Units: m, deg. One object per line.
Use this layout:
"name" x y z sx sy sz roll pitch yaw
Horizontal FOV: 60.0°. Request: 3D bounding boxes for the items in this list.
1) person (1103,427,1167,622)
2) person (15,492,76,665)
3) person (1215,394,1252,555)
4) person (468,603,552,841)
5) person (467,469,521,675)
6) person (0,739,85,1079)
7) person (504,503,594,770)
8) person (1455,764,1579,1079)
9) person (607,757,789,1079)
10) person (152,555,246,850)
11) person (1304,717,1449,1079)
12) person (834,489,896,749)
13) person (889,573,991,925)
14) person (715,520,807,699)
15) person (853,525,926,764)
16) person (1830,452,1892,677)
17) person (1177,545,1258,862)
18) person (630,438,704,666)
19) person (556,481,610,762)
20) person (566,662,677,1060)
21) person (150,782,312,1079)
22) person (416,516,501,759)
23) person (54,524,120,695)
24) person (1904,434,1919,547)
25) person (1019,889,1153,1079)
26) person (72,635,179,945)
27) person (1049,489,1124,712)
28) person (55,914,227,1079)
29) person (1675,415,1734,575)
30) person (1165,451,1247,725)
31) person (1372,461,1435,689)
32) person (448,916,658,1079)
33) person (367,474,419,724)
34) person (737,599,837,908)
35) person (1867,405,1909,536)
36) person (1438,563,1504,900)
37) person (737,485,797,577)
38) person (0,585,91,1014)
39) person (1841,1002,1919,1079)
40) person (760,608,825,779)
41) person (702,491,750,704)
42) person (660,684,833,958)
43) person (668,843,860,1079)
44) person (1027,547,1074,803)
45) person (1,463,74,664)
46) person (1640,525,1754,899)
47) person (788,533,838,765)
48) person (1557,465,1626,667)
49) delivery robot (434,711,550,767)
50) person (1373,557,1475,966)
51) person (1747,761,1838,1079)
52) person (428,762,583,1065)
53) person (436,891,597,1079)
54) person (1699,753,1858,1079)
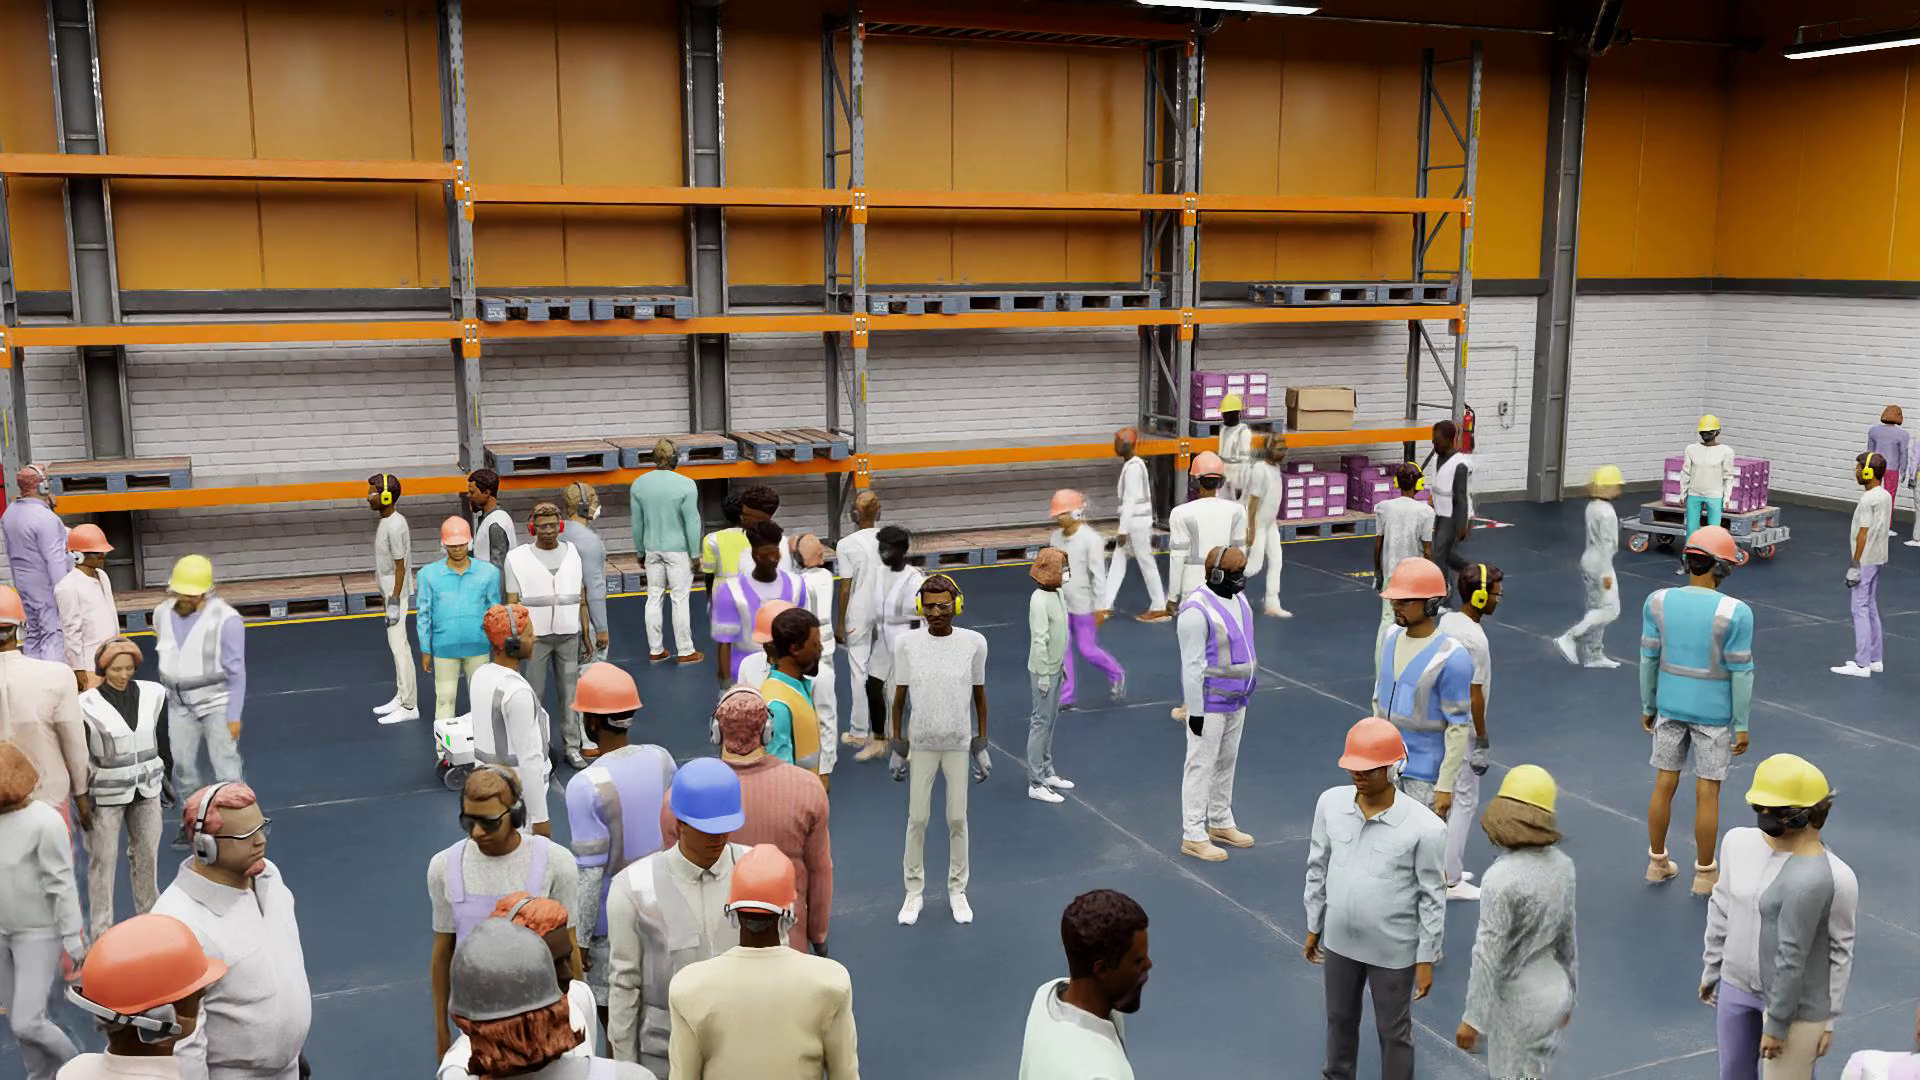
"person" 1.556 -0.135 15.735 0.925 1.838 0.721 1 10 5
"person" -7.167 0.431 13.085 0.514 1.641 0.309 0 10 -3
"person" 3.020 -0.686 18.734 0.570 1.905 0.630 -4 11 -24
"person" -2.085 1.225 7.813 0.355 1.882 0.575 -8 13 -39
"person" -3.440 0.416 12.402 0.387 1.910 0.590 -4 11 -21
"person" -3.706 1.575 6.531 0.536 1.619 0.338 4 11 20
"person" -2.761 0.656 11.192 0.569 1.844 0.378 -6 11 -30
"person" 1.985 1.652 5.874 0.402 1.705 0.542 9 13 42
"person" -0.822 1.626 5.349 0.604 1.939 0.415 -5 11 -25
"person" -4.397 0.942 9.700 0.611 1.787 0.577 2 10 10
"person" 1.572 1.531 6.414 0.573 1.750 0.332 9 13 41
"person" -0.652 0.558 11.761 0.504 1.847 0.345 -6 11 -31
"person" -0.103 1.083 8.668 0.532 1.868 0.310 0 10 -2
"person" -1.177 0.823 10.062 0.623 1.908 1.029 -6 11 -29
"person" -0.460 0.727 11.268 0.621 1.668 0.542 -9 13 -43
"person" 7.524 0.203 13.795 0.335 1.857 0.519 10 14 44
"person" 1.506 0.932 9.659 0.428 1.836 0.623 8 12 37
"person" -2.478 0.106 14.096 0.629 1.940 0.379 4 10 20
"person" -2.603 0.558 11.495 0.373 1.940 0.629 -8 13 -39
"person" -1.341 1.428 6.484 0.373 1.934 0.552 5 11 29
"person" -2.215 1.672 5.166 0.408 1.908 0.643 1 10 4
"person" -3.353 0.704 11.183 0.563 1.752 0.324 -4 11 -23
"person" -5.646 0.757 10.874 0.338 1.749 0.573 -1 10 -5
"person" 11.500 -0.721 19.754 0.517 1.632 0.315 -3 10 -15
"person" 0.293 1.820 4.317 0.390 1.910 0.593 -1 10 -5
"person" -4.136 1.271 8.246 0.316 1.639 0.514 7 12 33
"person" 0.928 0.455 12.680 0.640 1.728 0.593 -8 12 -37
"person" -1.865 1.842 3.928 0.611 1.996 0.379 7 12 35
"person" 8.013 -0.467 17.896 0.533 1.767 0.324 8 13 39
"person" 1.808 0.360 12.331 0.611 2.043 0.374 -3 10 -17
"person" 3.511 0.306 13.176 0.510 1.863 0.326 8 12 38
"person" -1.013 1.833 3.852 0.680 2.000 0.537 -7 12 -36
"person" -4.253 0.430 12.428 0.329 1.872 0.507 -4 11 -23
"person" -0.921 1.156 8.601 0.572 1.741 0.336 4 11 21
"person" 11.440 -0.857 20.549 0.279 1.624 0.494 -7 12 -36
"person" 2.732 1.035 9.004 0.340 1.855 0.526 -1 10 -7
"person" -1.309 0.609 11.117 0.367 1.966 0.604 4 11 21
"person" -4.354 1.189 7.690 0.608 1.996 0.375 -6 11 -29
"person" 2.622 1.928 4.508 0.526 1.619 0.528 8 12 38
"person" -0.793 1.248 7.582 0.373 1.915 0.597 0 10 -1
"person" -1.691 0.471 12.688 0.533 1.697 0.319 0 10 -1
"person" -0.799 1.479 6.278 0.638 1.910 0.407 -2 10 -13
"person" -0.589 1.771 5.034 0.573 1.749 0.342 -1 10 -6
"person" 0.582 0.850 10.688 0.281 1.633 0.500 3 10 17
"person" -6.954 0.368 12.661 0.651 1.912 0.409 7 12 34
"person" 4.017 0.931 9.075 0.389 2.034 0.605 -8 13 -40
"person" -0.997 0.764 11.175 0.314 1.636 0.517 4 11 21
"person" 5.329 0.233 13.938 0.457 1.730 0.500 1 10 6
"delivery robot" -3.110 1.280 11.047 0.707 0.478 0.477 -6 11 -30
"person" 2.197 1.090 8.121 0.379 2.045 0.605 -5 11 -25
"person" 2.910 1.627 5.876 0.341 1.755 0.531 5 11 29
"person" -1.529 1.627 5.640 0.518 1.836 0.346 0 10 0
"person" -1.095 1.826 4.346 0.349 1.882 0.584 3 10 18
"person" 2.875 1.612 5.914 0.317 1.769 0.523 -6 12 -31
